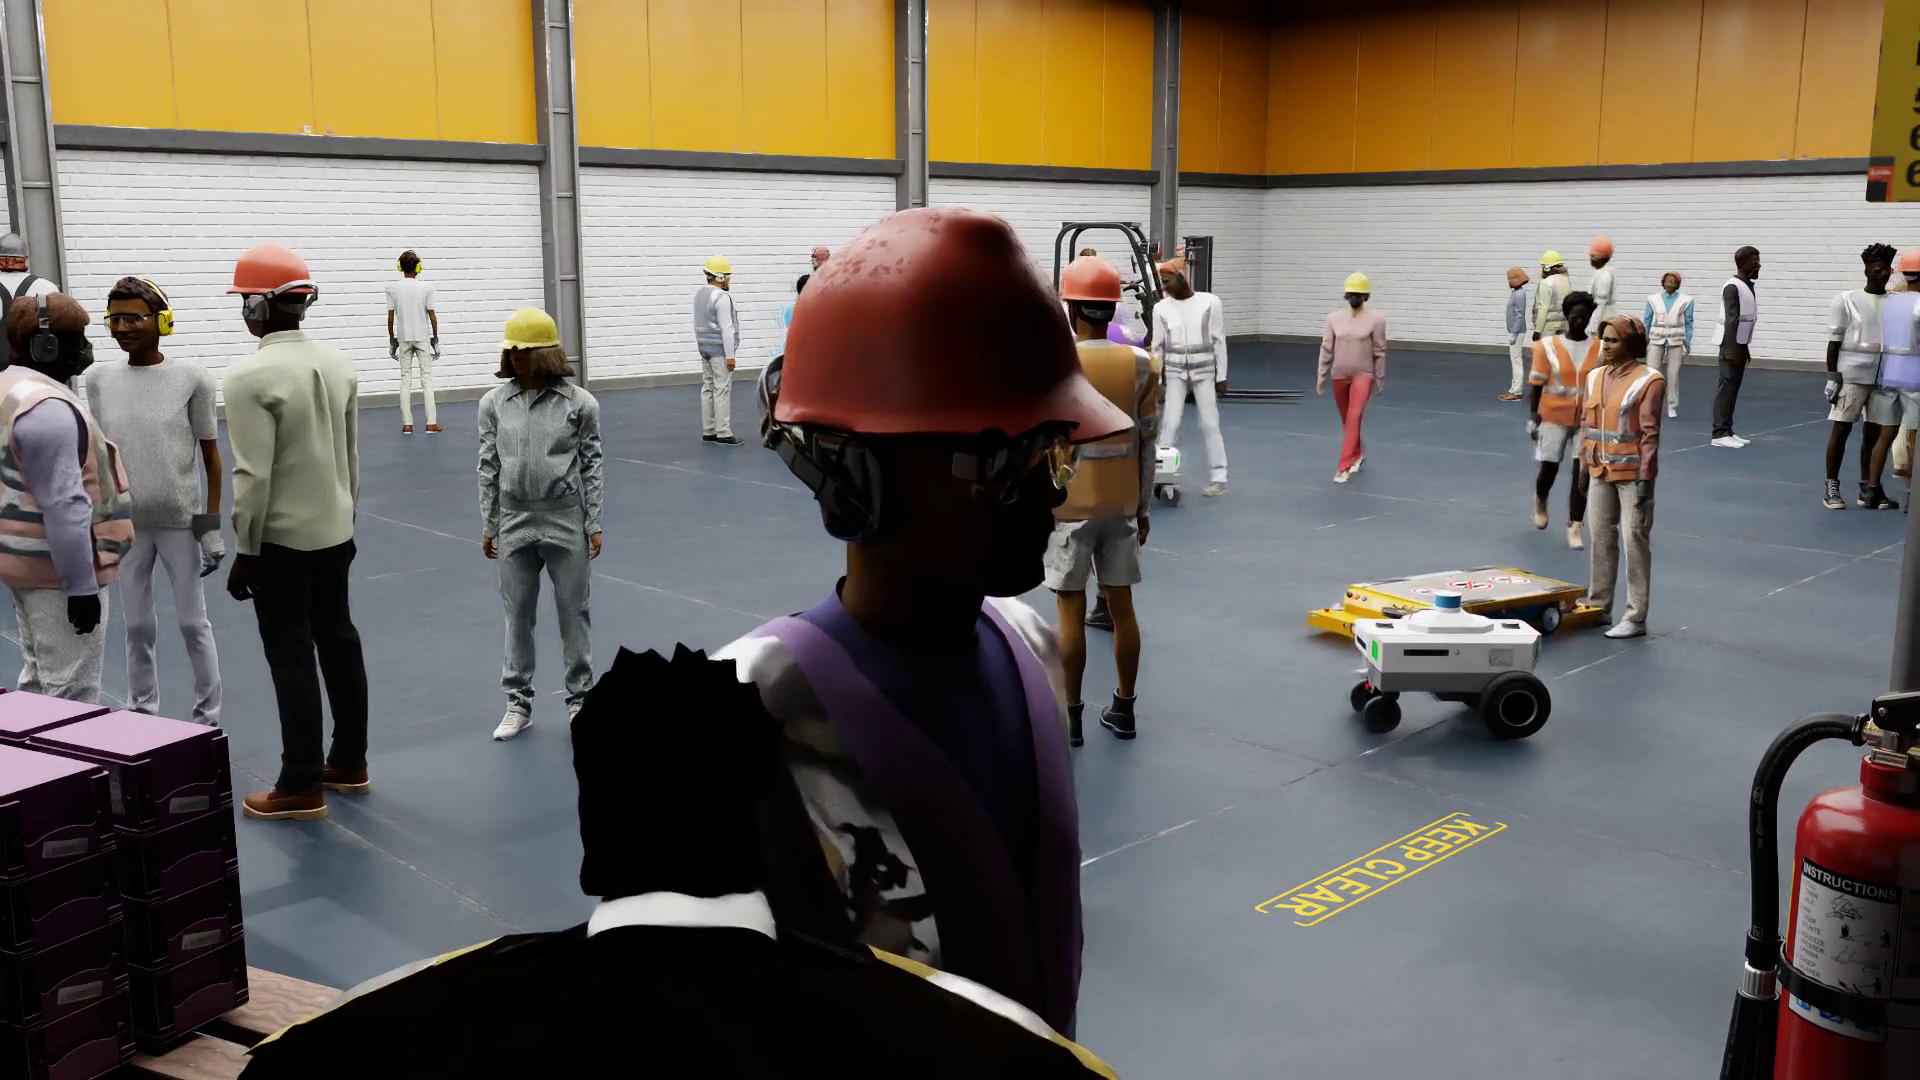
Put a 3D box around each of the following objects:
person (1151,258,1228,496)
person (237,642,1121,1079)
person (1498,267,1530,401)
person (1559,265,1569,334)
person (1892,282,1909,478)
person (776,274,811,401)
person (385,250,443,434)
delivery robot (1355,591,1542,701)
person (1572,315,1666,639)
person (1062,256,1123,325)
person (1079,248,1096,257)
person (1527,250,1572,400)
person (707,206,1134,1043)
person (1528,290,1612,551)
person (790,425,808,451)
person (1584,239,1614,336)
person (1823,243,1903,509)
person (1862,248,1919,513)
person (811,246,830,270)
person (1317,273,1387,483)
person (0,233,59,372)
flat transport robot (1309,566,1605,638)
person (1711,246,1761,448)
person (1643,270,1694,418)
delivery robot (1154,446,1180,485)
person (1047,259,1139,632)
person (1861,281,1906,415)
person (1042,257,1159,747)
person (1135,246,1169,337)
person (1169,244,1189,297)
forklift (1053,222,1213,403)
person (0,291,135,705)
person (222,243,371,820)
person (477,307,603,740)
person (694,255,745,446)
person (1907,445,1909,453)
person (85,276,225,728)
[{"bbox_3d":[1.778,-1.262,12.939,0.614,1.853,0.455,3,11,17],"label":"person"},{"bbox_3d":[-0.178,0.924,1.047,0.619,1.845,0.430,0,10,-1],"label":"person"},{"bbox_3d":[6.813,-2.526,20.430,0.280,1.633,0.498,3,11,15],"label":"person"},{"bbox_3d":[8.456,-3.057,23.394,0.723,1.606,0.529,-4,11,-22],"label":"person"},{"bbox_3d":[7.862,-1.342,13.972,0.285,1.634,0.499,-6,12,-30],"label":"person"},{"bbox_3d":[-1.564,-1.788,16.379,0.909,1.649,0.536,7,13,34],"label":"person"},{"bbox_3d":[-5.587,-2.020,17.026,0.518,1.872,0.326,-1,10,-7],"label":"person"},{"bbox_3d":[2.004,0.454,6.867,0.707,0.478,0.477,0,10,1],"label":"delivery robot"},{"bbox_3d":[3.330,-0.321,8.419,0.319,1.628,0.508,-5,11,-23],"label":"person"},{"bbox_3d":[1.033,-1.260,12.914,0.594,1.869,1.041,7,13,34],"label":"person"},{"bbox_3d":[1.808,-3.180,23.428,0.429,1.841,0.633,-3,11,-15],"label":"person"},{"bbox_3d":[7.225,-2.625,20.421,0.586,1.835,0.403,-9,14,-40],"label":"person"},{"bbox_3d":[-0.035,0.720,1.608,0.388,2.045,0.605,6,12,28],"label":"person"},{"bbox_3d":[3.980,-0.795,10.881,0.539,1.679,0.581,2,11,10],"label":"person"},{"bbox_3d":[-1.293,-1.735,15.665,0.521,1.811,0.867,6,12,30],"label":"person"},{"bbox_3d":[7.669,-2.627,20.041,0.414,1.973,0.713,2,11,13],"label":"person"},{"bbox_3d":[6.710,-1.204,12.314,0.606,1.966,0.367,0,10,0],"label":"person"},{"bbox_3d":[6.928,-1.148,12.162,0.489,1.930,0.556,-3,11,-18],"label":"person"},{"bbox_3d":[-1.473,-2.197,17.908,0.405,1.903,0.636,7,12,32],"label":"person"},{"bbox_3d":[3.298,-1.373,13.922,0.533,1.723,0.904,6,12,29],"label":"person"},{"bbox_3d":[-7.658,-1.473,13.578,0.688,2.000,0.536,-5,11,-25],"label":"person"},{"bbox_3d":[2.565,0.335,8.549,1.431,0.197,0.652,-6,12,-29],"label":"flat transport robot"},{"bbox_3d":[7.460,-1.858,16.007,0.390,1.920,0.587,8,13,36],"label":"person"},{"bbox_3d":[7.871,-2.180,18.532,0.522,1.636,0.310,5,12,26],"label":"person"},{"bbox_3d":[1.288,-0.582,12.518,0.707,0.478,0.477,-1,10,-3],"label":"delivery robot"},{"bbox_3d":[0.598,-0.511,8.732,0.564,1.888,0.939,-7,12,-33],"label":"person"},{"bbox_3d":[10.480,-2.144,18.440,0.816,1.585,0.528,2,11,9],"label":"person"},{"bbox_3d":[0.514,-0.143,6.609,0.542,1.938,0.357,-4,11,-21],"label":"person"},{"bbox_3d":[2.989,-3.615,25.722,0.582,1.888,0.405,-4,11,-20],"label":"person"},{"bbox_3d":[2.938,-2.919,21.848,0.407,1.902,0.639,-5,12,-26],"label":"person"},{"bbox_3d":[1.935,-2.847,20.651,2.313,2.155,1.214,2,11,13],"label":"forklift"},{"bbox_3d":[-2.949,0.111,5.484,0.429,1.843,0.627,-8,13,-39],"label":"person"},{"bbox_3d":[-2.322,-0.025,5.803,0.381,1.994,0.622,3,11,15],"label":"person"},{"bbox_3d":[-1.676,-0.055,6.662,0.492,1.741,0.314,-1,10,-3],"label":"person"},{"bbox_3d":[-2.323,-1.818,16.033,0.404,1.828,0.603,-8,13,-36],"label":"person"},{"bbox_3d":[7.929,-1.293,13.388,0.550,1.739,0.553,-4,11,-22],"label":"person"},{"bbox_3d":[-3.046,-0.051,6.288,0.510,1.872,0.328,-1,10,-3],"label":"person"}]
